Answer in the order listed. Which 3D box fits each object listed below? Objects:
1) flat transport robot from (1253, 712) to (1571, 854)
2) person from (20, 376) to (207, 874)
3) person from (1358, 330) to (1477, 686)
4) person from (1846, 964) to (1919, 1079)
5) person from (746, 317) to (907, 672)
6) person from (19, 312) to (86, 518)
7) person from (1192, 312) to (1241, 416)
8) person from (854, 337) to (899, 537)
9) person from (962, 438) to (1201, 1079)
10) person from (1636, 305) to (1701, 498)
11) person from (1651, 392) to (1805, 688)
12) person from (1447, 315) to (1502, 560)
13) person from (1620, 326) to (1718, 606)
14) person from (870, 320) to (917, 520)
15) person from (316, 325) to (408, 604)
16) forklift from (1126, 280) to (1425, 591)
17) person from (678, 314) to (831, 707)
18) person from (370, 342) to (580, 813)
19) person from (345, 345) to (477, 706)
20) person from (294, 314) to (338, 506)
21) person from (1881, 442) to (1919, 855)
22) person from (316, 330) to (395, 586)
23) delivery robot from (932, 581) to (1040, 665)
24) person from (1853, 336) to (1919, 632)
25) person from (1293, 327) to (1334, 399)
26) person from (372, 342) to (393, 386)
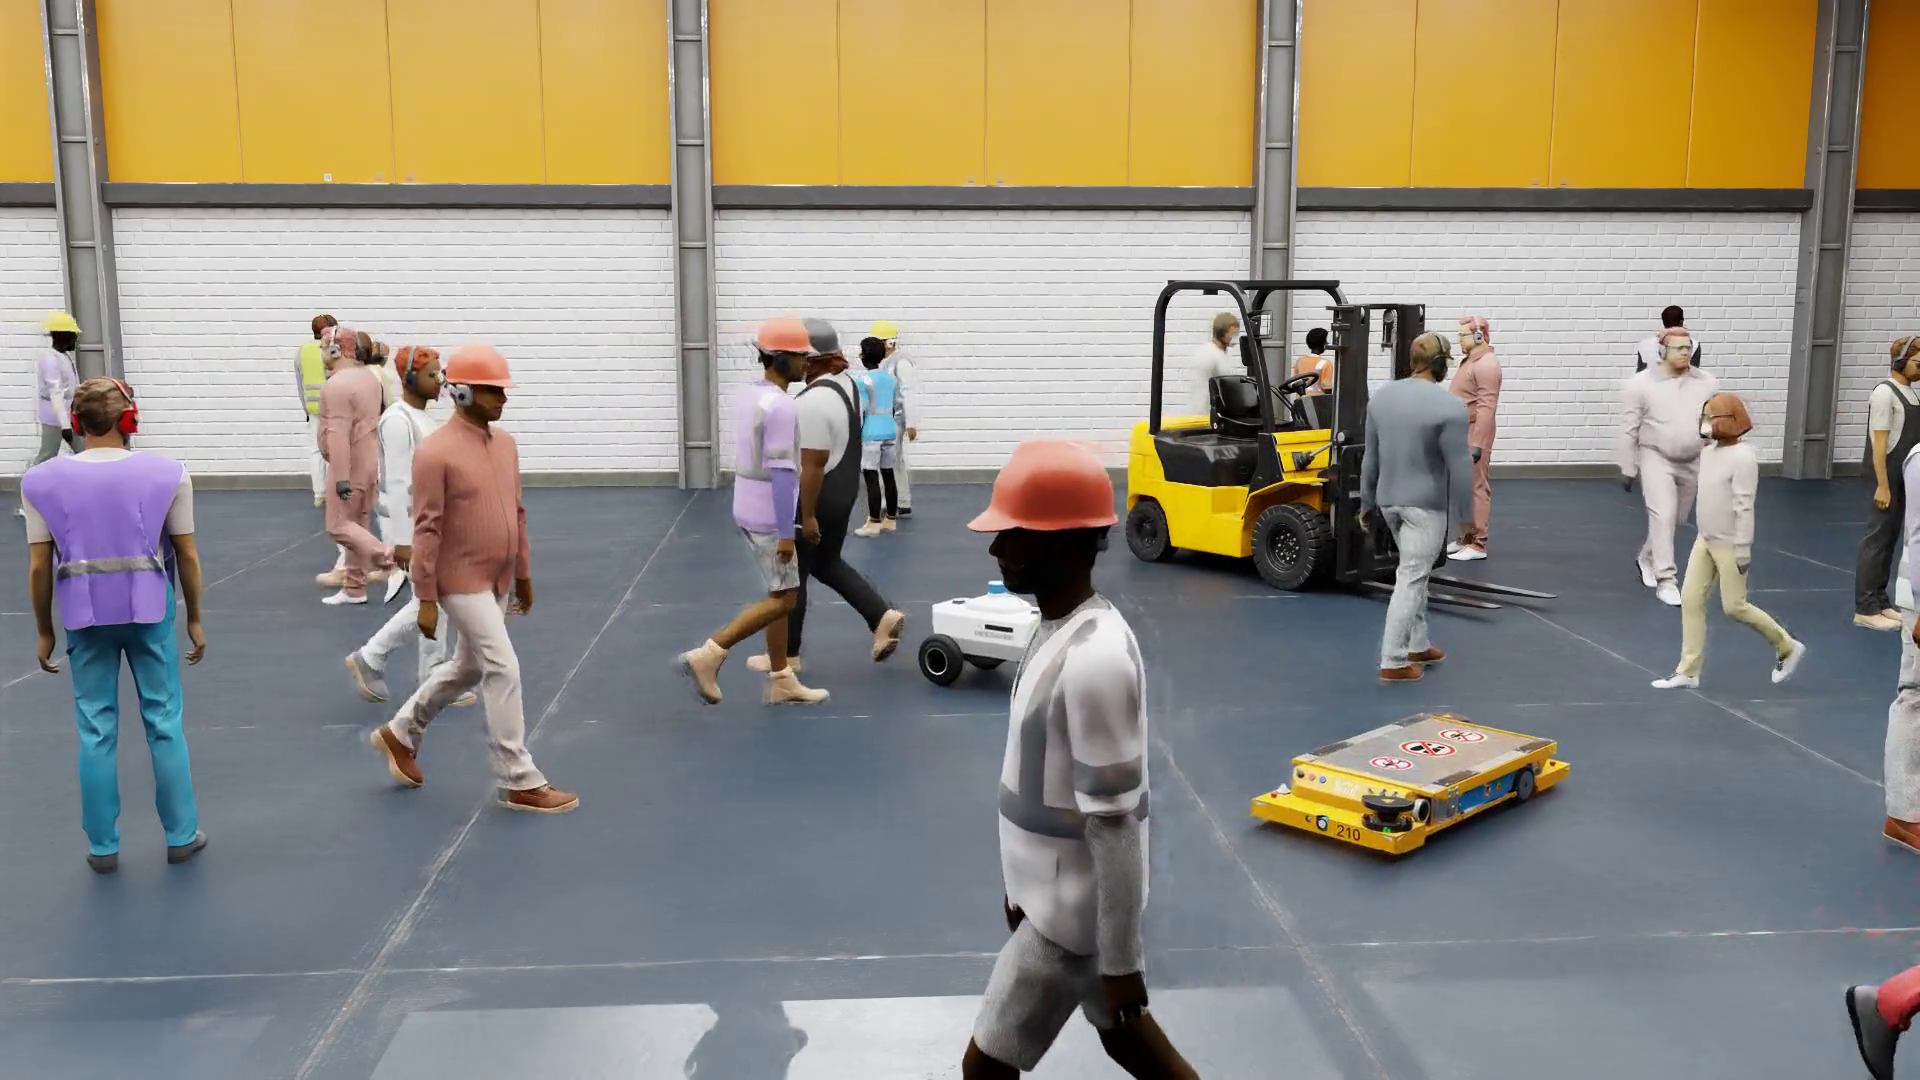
[{"bbox_3d":[1.916,0.980,6.945,1.431,0.197,0.652,-9,13,-44],"label":"flat transport robot"},{"bbox_3d":[-3.114,0.321,6.164,0.567,1.841,0.377,-4,10,-22],"label":"person"},{"bbox_3d":[2.564,-0.176,9.057,0.798,1.908,0.665,-6,11,-32],"label":"person"},{"bbox_3d":[2.795,0.664,4.312,0.698,1.744,0.529,6,11,33],"label":"person"},{"bbox_3d":[-0.748,-0.264,9.215,0.795,2.000,0.690,3,10,19],"label":"person"},{"bbox_3d":[-8.094,-1.116,15.079,1.014,1.873,0.608,-2,9,-13],"label":"person"},{"bbox_3d":[2.183,-0.935,13.871,0.667,1.906,0.724,4,10,25],"label":"person"},{"bbox_3d":[-0.722,-0.871,14.101,0.321,1.696,0.536,7,11,36],"label":"person"},{"bbox_3d":[0.233,0.725,3.502,1.022,1.888,0.559,0,9,1],"label":"person"},{"bbox_3d":[6.969,-1.348,16.415,0.590,1.917,0.398,6,11,34],"label":"person"},{"bbox_3d":[4.121,0.020,8.808,0.722,1.609,0.512,-1,9,-4],"label":"person"},{"bbox_3d":[3.976,-0.795,12.981,0.410,1.906,0.642,1,9,5],"label":"person"},{"bbox_3d":[4.882,-0.537,11.473,0.651,1.877,0.929,-1,9,-5],"label":"person"},{"bbox_3d":[-0.685,-1.075,15.023,0.602,1.807,0.628,-4,10,-25],"label":"person"},{"bbox_3d":[-3.984,-0.478,11.057,0.597,1.892,0.660,0,9,2],"label":"person"},{"bbox_3d":[2.301,-0.860,12.475,1.214,2.155,2.313,-6,11,-35],"label":"forklift"},{"bbox_3d":[-1.037,-0.116,8.345,0.708,2.022,0.620,-4,10,-21],"label":"person"},{"bbox_3d":[-2.089,0.149,6.934,0.987,1.957,0.617,3,9,17],"label":"person"},{"bbox_3d":[-2.792,-0.052,8.418,0.517,1.866,0.600,0,9,-1],"label":"person"},{"bbox_3d":[-6.016,-1.226,15.884,0.624,1.844,0.429,4,10,22],"label":"person"},{"bbox_3d":[3.817,0.237,6.390,0.602,1.939,0.397,-8,12,-40],"label":"person"},{"bbox_3d":[-4.331,-0.578,11.870,0.732,1.817,0.658,-2,9,-11],"label":"person"},{"bbox_3d":[0.205,0.465,8.979,0.707,0.478,0.477,7,11,35],"label":"delivery robot"},{"bbox_3d":[5.853,-0.357,10.433,0.345,1.840,0.504,9,12,43],"label":"person"},{"bbox_3d":[3.574,-1.302,16.831,0.320,1.694,0.534,-5,10,-30],"label":"person"},{"bbox_3d":[-5.378,-0.987,15.065,0.530,1.615,0.614,4,10,25],"label":"person"}]
